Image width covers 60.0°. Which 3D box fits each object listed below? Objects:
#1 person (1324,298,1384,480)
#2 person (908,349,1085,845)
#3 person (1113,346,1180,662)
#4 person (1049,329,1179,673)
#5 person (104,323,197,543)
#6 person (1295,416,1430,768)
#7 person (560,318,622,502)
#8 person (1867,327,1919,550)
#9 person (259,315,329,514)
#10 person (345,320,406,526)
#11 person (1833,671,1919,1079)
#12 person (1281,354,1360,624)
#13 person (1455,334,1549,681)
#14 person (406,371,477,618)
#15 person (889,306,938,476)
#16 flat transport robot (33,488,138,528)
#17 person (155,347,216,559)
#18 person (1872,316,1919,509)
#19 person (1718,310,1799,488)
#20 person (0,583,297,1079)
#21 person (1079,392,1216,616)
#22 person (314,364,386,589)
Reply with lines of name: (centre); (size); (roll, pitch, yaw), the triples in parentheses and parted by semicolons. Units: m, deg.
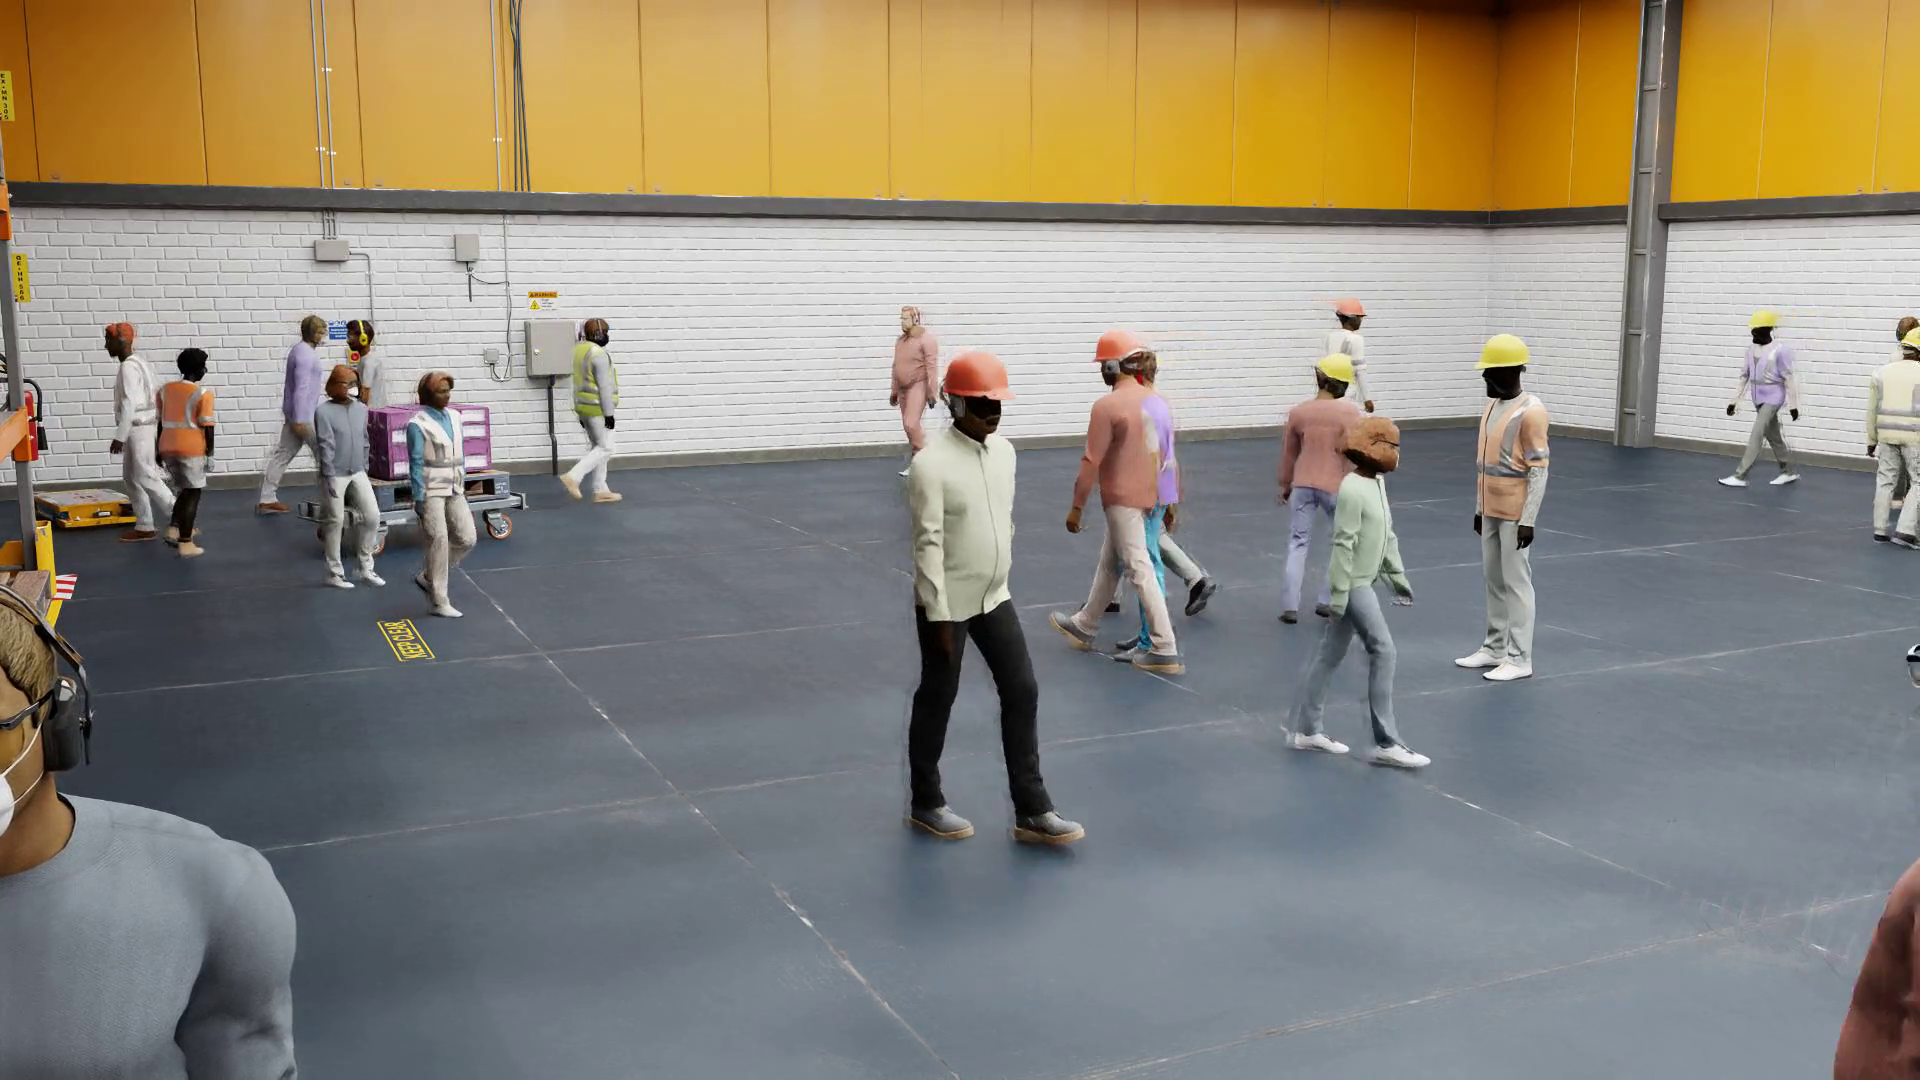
person: (4.020, -1.552, 17.586); (1.049, 2.001, 0.608); (-2, 9, -13)
person: (0.114, 0.252, 6.444); (0.876, 1.958, 0.662); (8, 12, 41)
person: (1.087, -0.206, 9.678); (0.375, 1.840, 0.570); (2, 9, 10)
person: (0.887, -0.237, 9.589); (1.030, 1.927, 0.637); (7, 12, 38)
person: (-6.786, -0.888, 13.944); (0.604, 1.853, 0.583); (-4, 10, -25)
person: (1.919, 0.234, 7.684); (0.765, 1.596, 0.513); (4, 10, 23)
person: (-3.614, -1.249, 16.207); (0.587, 1.823, 0.636); (-5, 11, -30)
person: (7.765, -0.833, 13.668); (0.422, 1.820, 0.637); (-5, 11, -30)
person: (-6.082, -1.159, 15.540); (1.047, 1.869, 0.695); (-4, 10, -25)
person: (-5.322, -1.011, 14.681); (0.825, 1.837, 0.533); (-4, 10, -25)
person: (1.417, 0.963, 2.272); (0.657, 1.891, 0.439); (-8, 12, -42)
person: (2.329, -0.322, 10.699); (0.615, 1.741, 0.492); (8, 12, 40)
person: (3.020, -0.179, 9.252); (0.383, 1.922, 0.593); (-1, 9, -9)
person: (-3.418, -0.297, 10.906); (0.396, 1.623, 0.537); (3, 10, 19)
person: (-0.535, -1.637, 18.408); (0.445, 1.894, 0.641); (-6, 11, -34)
flat transport robot: (-7.978, -0.303, 15.136); (0.652, 0.197, 1.431); (-8, 12, -41)
person: (-6.151, -0.691, 13.217); (0.547, 1.663, 0.447); (3, 10, 21)
person: (9.041, -1.215, 15.933); (0.522, 1.842, 0.339); (-4, 10, -23)
person: (8.502, -1.483, 17.544); (1.009, 1.867, 0.614); (-1, 9, -8)
person: (-1.071, 0.996, 1.921); (0.628, 1.940, 0.373); (-4, 10, -23)
person: (1.237, -0.366, 10.838); (0.839, 1.798, 0.611); (4, 10, 24)
person: (-4.350, -0.437, 11.835); (0.529, 1.614, 0.511); (5, 11, 30)
